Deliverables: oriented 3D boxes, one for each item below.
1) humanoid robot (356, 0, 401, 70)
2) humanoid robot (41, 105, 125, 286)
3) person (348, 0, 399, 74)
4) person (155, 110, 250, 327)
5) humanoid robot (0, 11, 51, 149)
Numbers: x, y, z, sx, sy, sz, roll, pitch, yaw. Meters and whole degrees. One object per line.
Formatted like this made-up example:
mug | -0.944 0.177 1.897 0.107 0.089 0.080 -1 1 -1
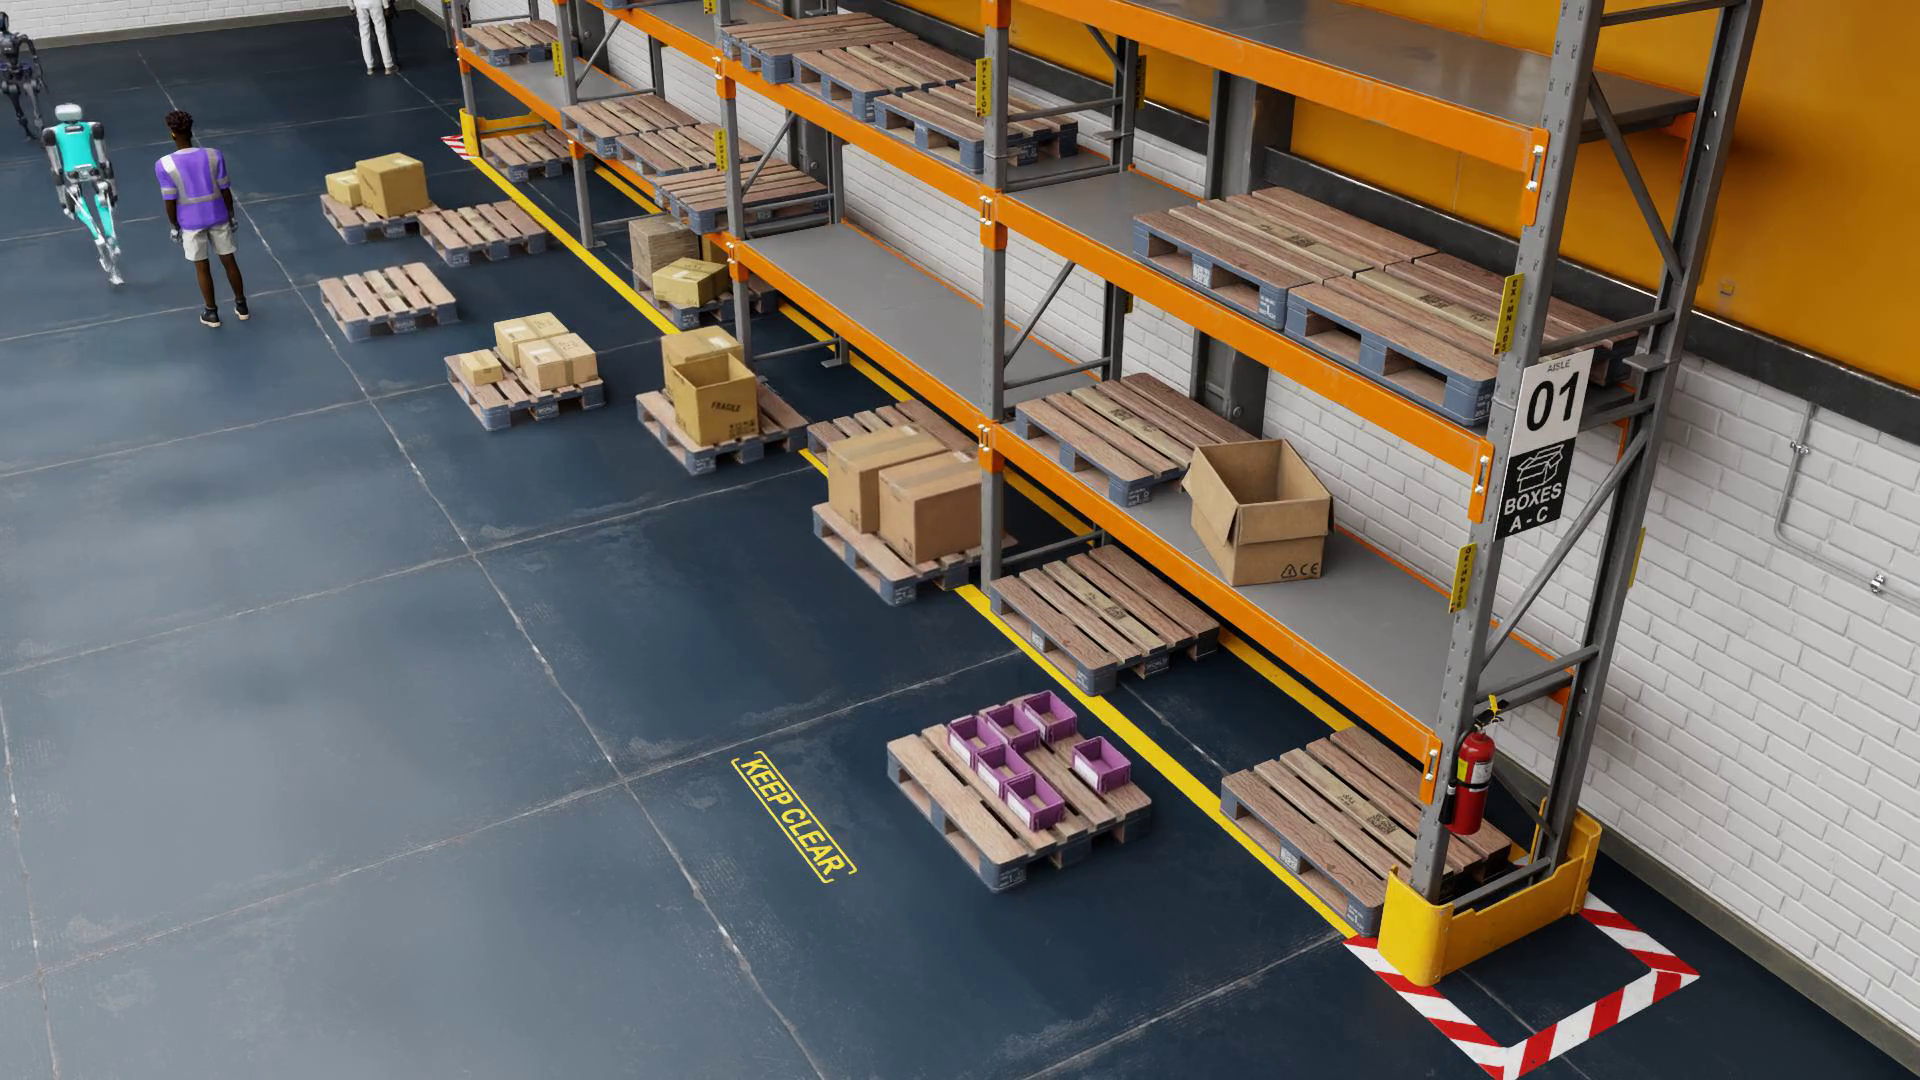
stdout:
humanoid robot | -8.230 -7.505 23.440 0.599 1.655 0.315 -16 33 -26
humanoid robot | -8.239 -3.214 15.822 0.533 1.747 0.963 -23 37 -34
person | -8.223 -7.447 23.138 0.573 1.887 0.355 0 30 0
person | -6.846 -2.899 15.029 0.602 1.966 0.368 -22 36 -33
humanoid robot | -11.348 -5.547 20.050 0.612 1.639 0.738 -11 31 -18
